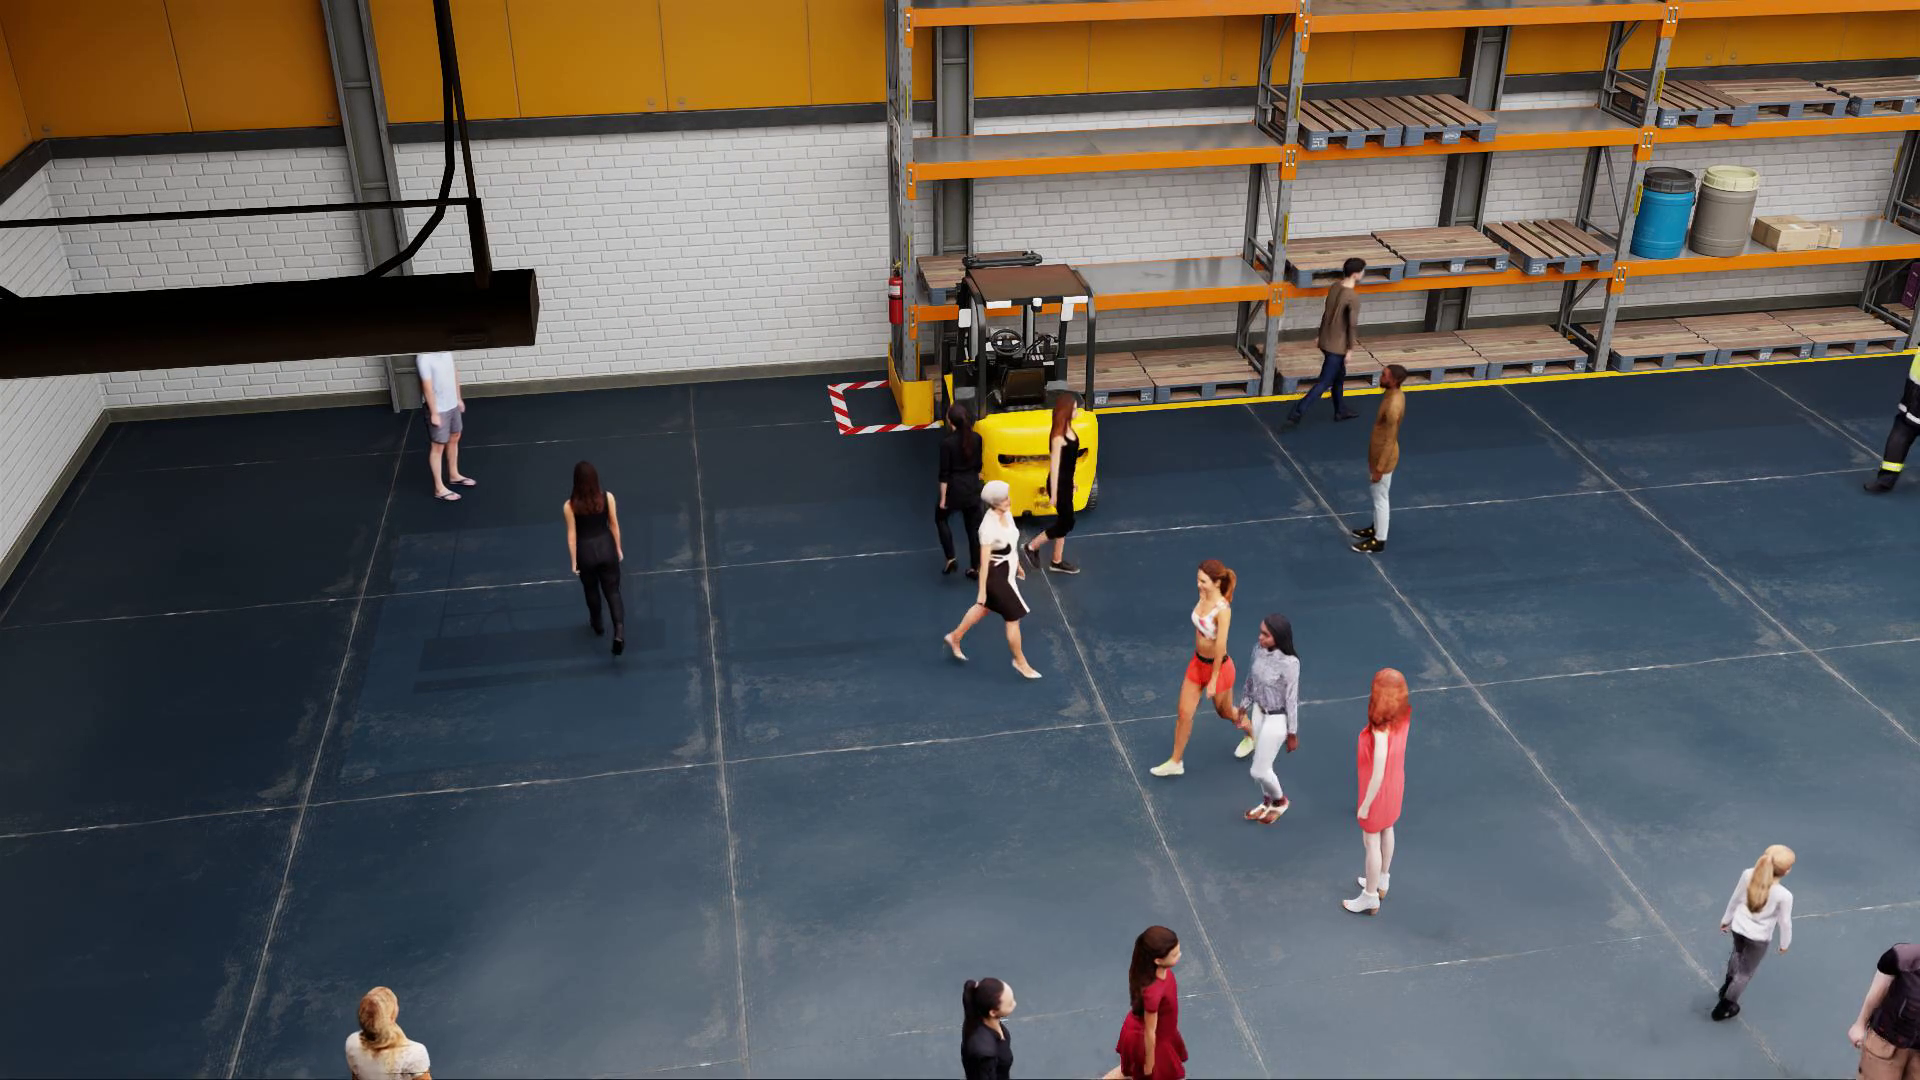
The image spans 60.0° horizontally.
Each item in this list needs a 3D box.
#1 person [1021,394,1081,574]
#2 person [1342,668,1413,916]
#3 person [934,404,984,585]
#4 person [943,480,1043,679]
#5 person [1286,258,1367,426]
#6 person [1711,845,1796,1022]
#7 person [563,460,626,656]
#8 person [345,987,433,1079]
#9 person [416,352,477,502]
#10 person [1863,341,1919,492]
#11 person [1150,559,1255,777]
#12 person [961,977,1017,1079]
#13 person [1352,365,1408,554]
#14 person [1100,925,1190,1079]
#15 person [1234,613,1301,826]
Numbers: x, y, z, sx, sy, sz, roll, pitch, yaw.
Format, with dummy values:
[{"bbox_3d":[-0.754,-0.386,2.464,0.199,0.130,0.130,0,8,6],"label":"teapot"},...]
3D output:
[{"bbox_3d":[0.806,-0.486,14.639,0.854,1.713,0.739,8,30,15],"label":"person"},{"bbox_3d":[2.701,1.611,10.677,0.728,1.825,0.668,18,34,30],"label":"person"},{"bbox_3d":[0.027,-0.366,14.500,0.720,1.635,0.788,-17,33,-28],"label":"person"},{"bbox_3d":[0.212,0.304,13.188,1.169,1.715,0.911,7,29,12],"label":"person"},{"bbox_3d":[3.818,-2.011,17.301,1.189,1.842,0.780,-10,30,-17],"label":"person"},{"bbox_3d":[4.665,2.356,9.893,0.676,1.269,0.608,-16,32,-27],"label":"person"},{"bbox_3d":[-2.936,0.166,13.492,1.055,1.666,0.828,-12,31,-22],"label":"person"},{"bbox_3d":[-2.789,2.966,8.226,0.953,1.794,0.889,8,30,14],"label":"person"},{"bbox_3d":[-4.998,-1.291,15.993,0.703,1.829,0.721,8,30,14],"label":"person"},{"bbox_3d":[9.391,-1.339,15.960,1.232,1.945,0.823,-7,29,-13],"label":"person"},{"bbox_3d":[1.900,0.928,12.010,1.213,1.748,0.761,-12,31,-20],"label":"person"},{"bbox_3d":[0.076,2.878,8.489,0.811,1.697,0.637,-1,29,-3],"label":"person"},{"bbox_3d":[3.827,-0.744,15.005,0.681,1.816,0.712,6,29,12],"label":"person"},{"bbox_3d":[0.962,2.682,9.018,0.935,1.534,0.655,1,29,2],"label":"person"},{"bbox_3d":[2.218,1.237,11.486,0.703,1.707,0.715,-12,31,-21],"label":"person"}]
